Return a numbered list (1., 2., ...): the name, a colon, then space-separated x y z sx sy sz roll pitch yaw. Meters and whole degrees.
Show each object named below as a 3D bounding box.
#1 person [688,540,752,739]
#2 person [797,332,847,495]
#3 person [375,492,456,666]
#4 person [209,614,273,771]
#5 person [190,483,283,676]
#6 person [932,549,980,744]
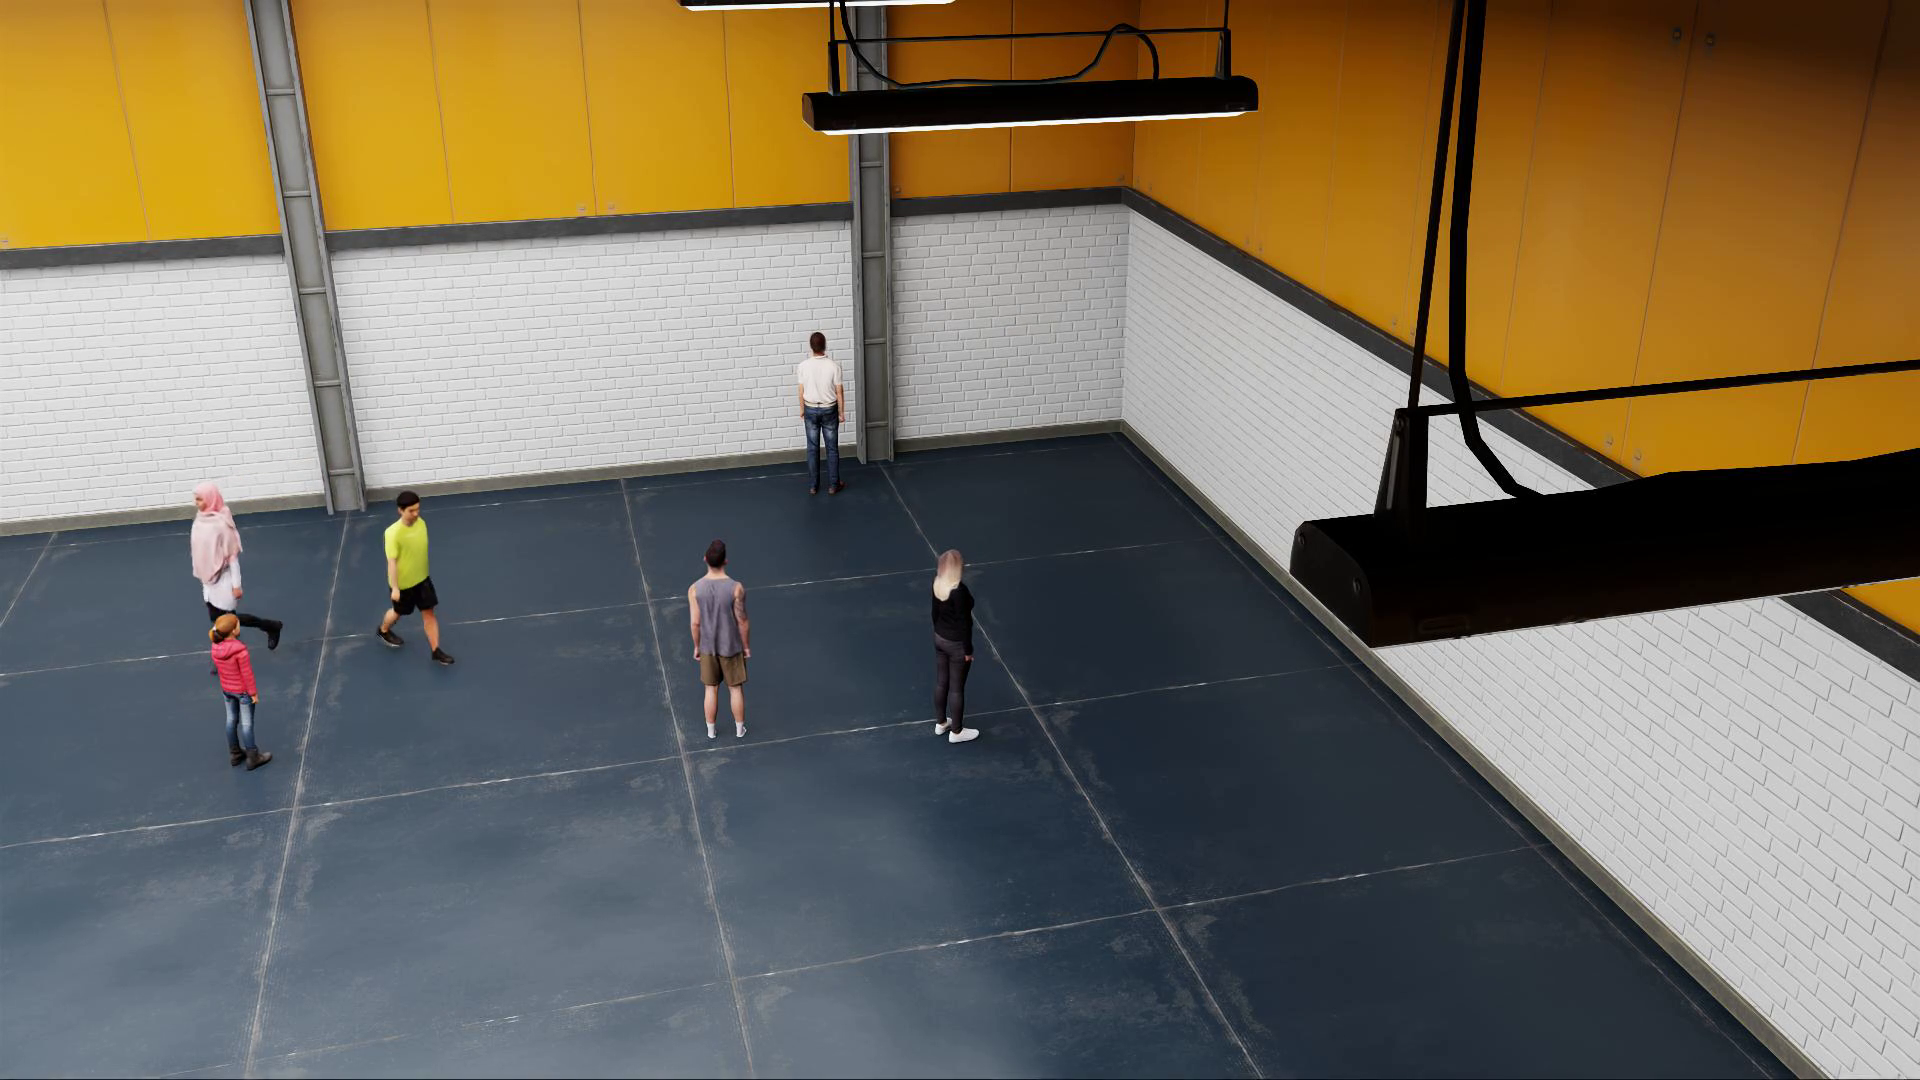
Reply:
1. person: -1.971 0.855 13.663 0.578 1.846 0.758 0 24 -1
2. person: -1.558 -1.420 18.605 0.631 1.854 0.796 2 24 4
3. person: -4.987 0.321 14.877 1.172 1.649 1.140 14 27 29
4. person: -5.780 1.203 13.278 0.573 1.314 0.644 11 26 23
5. person: -6.440 0.320 14.706 0.930 1.789 1.036 18 29 35
6. person: -0.074 0.860 13.602 0.653 1.684 0.675 -16 28 -33
